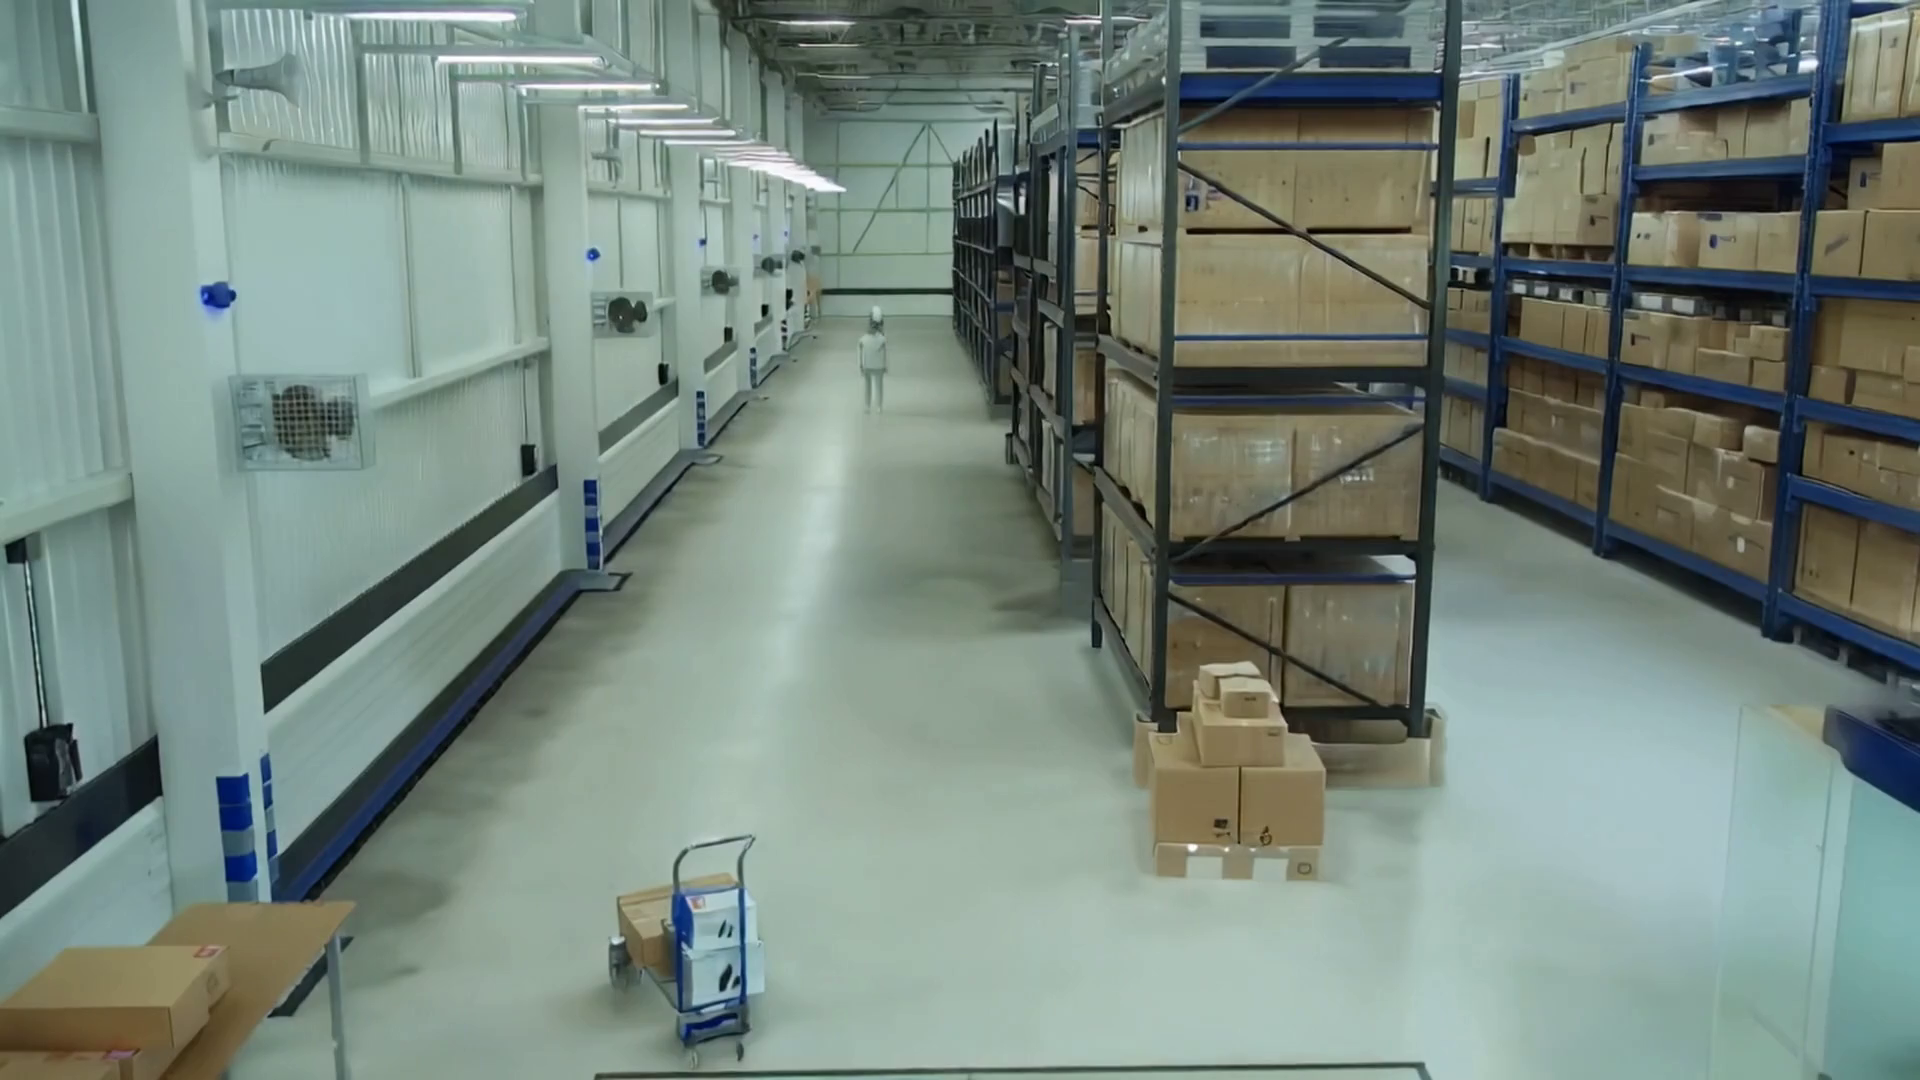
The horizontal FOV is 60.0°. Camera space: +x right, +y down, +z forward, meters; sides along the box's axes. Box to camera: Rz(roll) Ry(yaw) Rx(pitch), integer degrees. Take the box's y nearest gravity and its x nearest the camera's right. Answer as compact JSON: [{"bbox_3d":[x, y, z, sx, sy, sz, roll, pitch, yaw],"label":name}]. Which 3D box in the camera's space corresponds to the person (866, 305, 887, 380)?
[{"bbox_3d":[-2.157,-5.085,42.849,0.591,1.910,0.392,-6,12,-28],"label":"person"}]

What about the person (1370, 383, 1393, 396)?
[{"bbox_3d":[8.096,-2.955,31.952,0.595,1.828,0.442,-9,14,-39],"label":"person"}]

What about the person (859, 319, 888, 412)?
[{"bbox_3d":[-1.851,-3.724,35.563,0.613,1.988,0.403,1,11,3],"label":"person"}]
